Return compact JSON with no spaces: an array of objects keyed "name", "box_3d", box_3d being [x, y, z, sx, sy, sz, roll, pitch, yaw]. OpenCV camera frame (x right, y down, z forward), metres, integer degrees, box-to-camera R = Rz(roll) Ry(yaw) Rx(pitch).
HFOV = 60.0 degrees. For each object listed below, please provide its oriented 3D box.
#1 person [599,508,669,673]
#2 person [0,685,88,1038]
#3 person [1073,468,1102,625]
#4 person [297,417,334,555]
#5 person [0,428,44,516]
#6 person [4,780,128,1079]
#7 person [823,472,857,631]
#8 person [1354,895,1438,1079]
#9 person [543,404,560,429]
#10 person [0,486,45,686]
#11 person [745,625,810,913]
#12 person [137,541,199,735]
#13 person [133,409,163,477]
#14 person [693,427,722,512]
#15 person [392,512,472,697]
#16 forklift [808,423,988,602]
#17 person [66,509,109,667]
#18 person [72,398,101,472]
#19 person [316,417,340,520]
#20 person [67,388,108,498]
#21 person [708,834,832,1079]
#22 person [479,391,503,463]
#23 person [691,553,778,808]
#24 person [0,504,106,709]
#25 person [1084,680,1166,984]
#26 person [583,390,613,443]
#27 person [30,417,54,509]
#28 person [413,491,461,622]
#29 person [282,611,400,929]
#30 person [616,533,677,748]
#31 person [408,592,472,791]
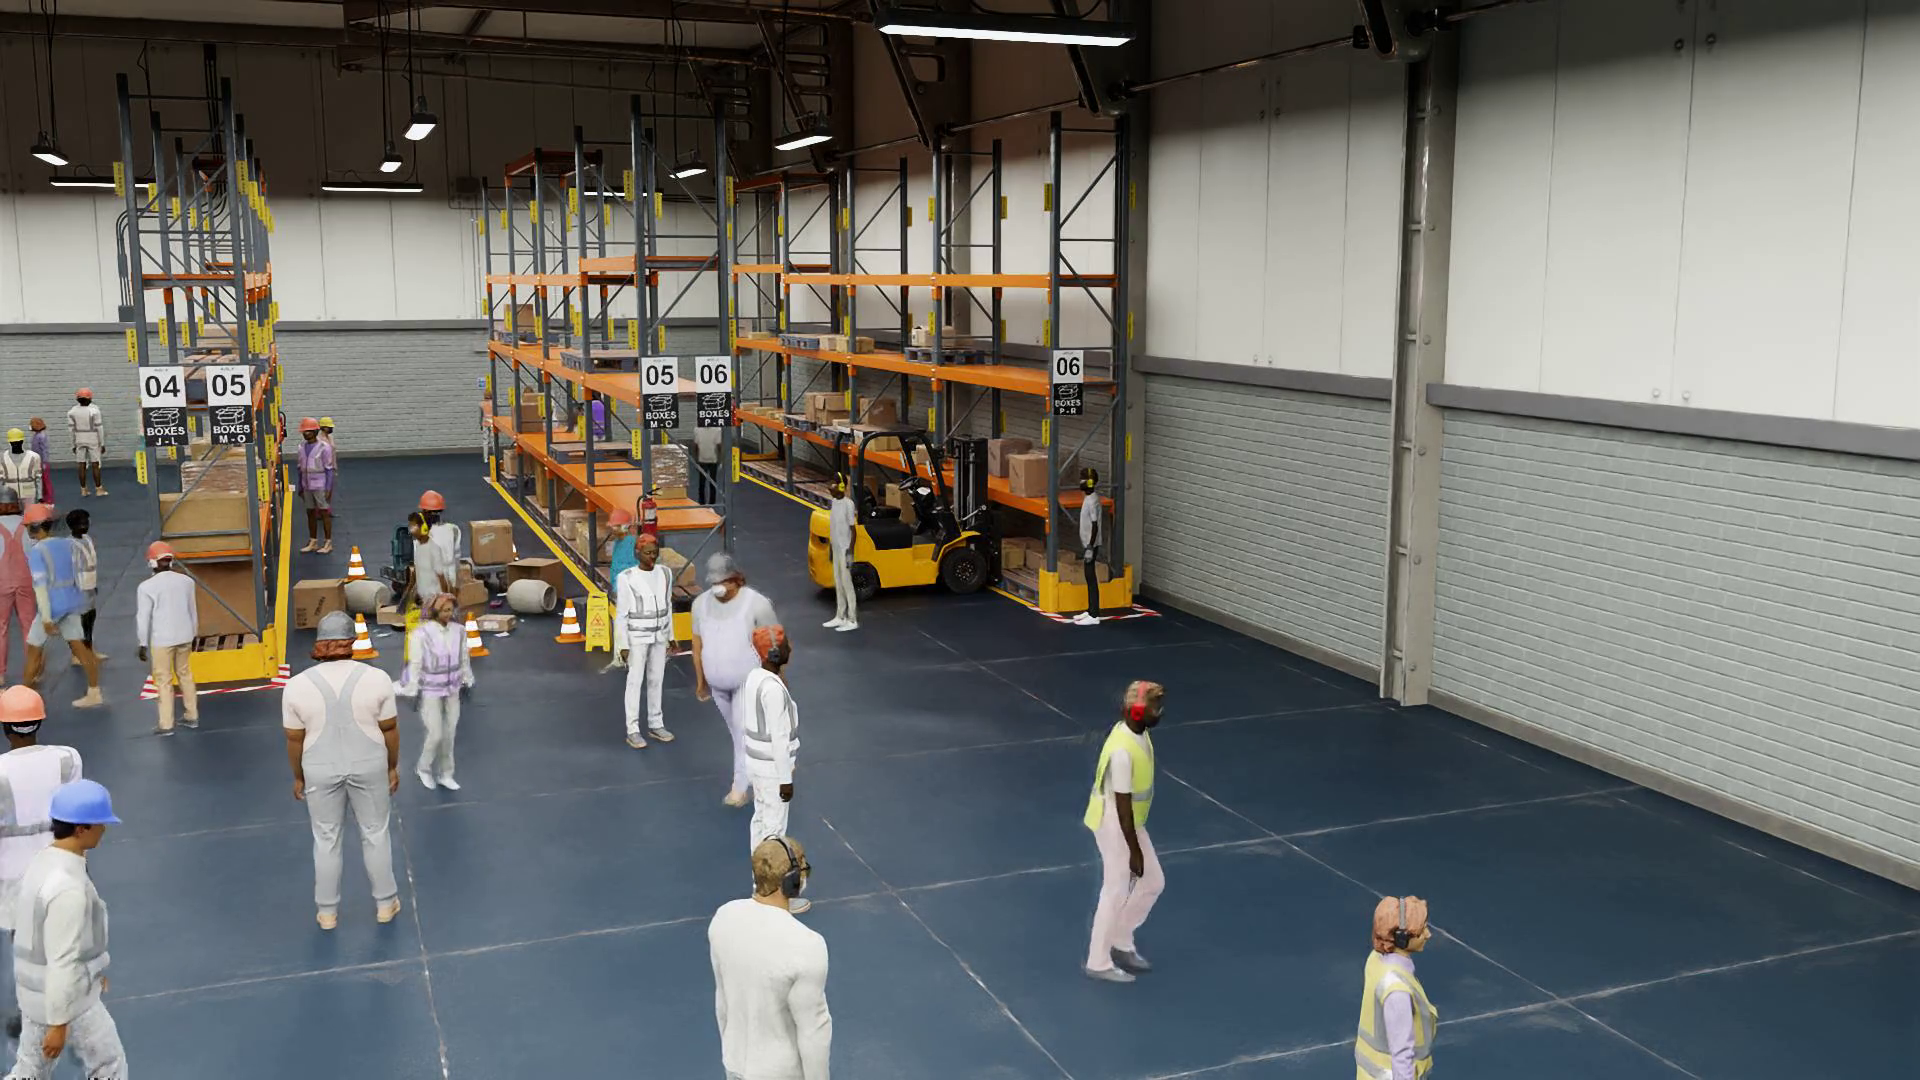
[{"name":"person","box_3d":[-3.436,0.506,17.458,0.750,1.727,0.574,-5,10,-27]},{"name":"person","box_3d":[-5.025,1.740,9.022,0.358,1.938,0.548,8,12,40]},{"name":"person","box_3d":[1.518,0.074,19.726,0.317,1.867,0.531,0,9,2]},{"name":"person","box_3d":[-9.584,-0.798,24.662,0.615,2.043,0.373,3,10,21]},{"name":"person","box_3d":[-13.641,-0.660,24.152,0.585,1.928,0.369,-4,10,-24]},{"name":"person","box_3d":[-4.067,2.019,7.398,0.918,1.901,0.626,-8,12,-40]},{"name":"person","box_3d":[-1.386,0.128,19.380,0.309,1.868,0.535,-5,10,-30]},{"name":"person","box_3d":[1.766,2.242,6.792,0.307,1.641,0.511,1,9,4]},{"name":"person","box_3d":[-7.640,-1.686,30.971,0.415,1.821,0.594,-5,10,-28]},{"name":"person","box_3d":[-9.613,0.442,16.866,0.685,2.000,0.535,-8,12,-40]},{"name":"person","box_3d":[-1.210,1.481,10.819,0.355,1.885,0.575,-4,10,-23]},{"name":"person","box_3d":[-7.194,0.878,15.084,0.389,1.737,0.575,4,10,25]},{"name":"person","box_3d":[-16.617,-2.123,33.916,0.530,1.755,0.561,7,12,38]},{"name":"person","box_3d":[-4.306,-1.301,28.474,0.530,1.832,0.879,-1,9,-3]},{"name":"person","box_3d":[-5.293,0.625,16.425,0.963,1.812,0.491,-6,11,-32]},{"name":"forklift","box_3d":[-0.830,-0.399,21.676,2.313,2.155,1.214,-4,10,-21]},{"name":"person","box_3d":[-9.306,0.503,17.601,0.319,1.686,0.539,-1,9,-5]},{"name":"person","box_3d":[-18.361,-2.280,34.948,0.575,1.739,0.349,-2,9,-11]},{"name":"person","box_3d":[-10.724,-1.212,28.183,0.363,1.759,0.522,1,9,5]},{"name":"person","box_3d":[-16.248,-1.804,30.988,0.605,2.045,0.379,-1,9,-4]},{"name":"person","box_3d":[-0.752,2.120,6.669,0.625,1.930,0.380,8,12,41]},{"name":"person","box_3d":[-10.348,-2.502,36.662,0.511,1.638,0.308,1,9,8]},{"name":"person","box_3d":[-1.814,1.048,13.052,0.693,2.000,0.880,4,10,23]},{"name":"person","box_3d":[-8.658,0.640,15.783,1.050,1.979,0.608,1,9,8]},{"name":"person","box_3d":[0.980,1.695,9.681,0.524,1.816,0.649,2,9,15]},{"name":"person","box_3d":[-7.379,-2.158,33.856,0.619,1.845,0.430,-5,10,-27]},{"name":"person","box_3d":[-16.285,-1.358,29.470,0.286,1.633,0.500,-8,12,-42]},{"name":"person","box_3d":[-5.375,0.457,17.083,0.350,1.942,0.545,6,11,33]},{"name":"person","box_3d":[-3.913,1.439,10.586,0.673,2.000,0.535,-3,9,-17]},{"name":"person","box_3d":[-2.754,0.872,14.647,0.337,1.882,0.583,8,12,43]},{"name":"person","box_3d":[-4.138,1.216,13.252,0.356,1.625,0.558,7,11,37]}]
